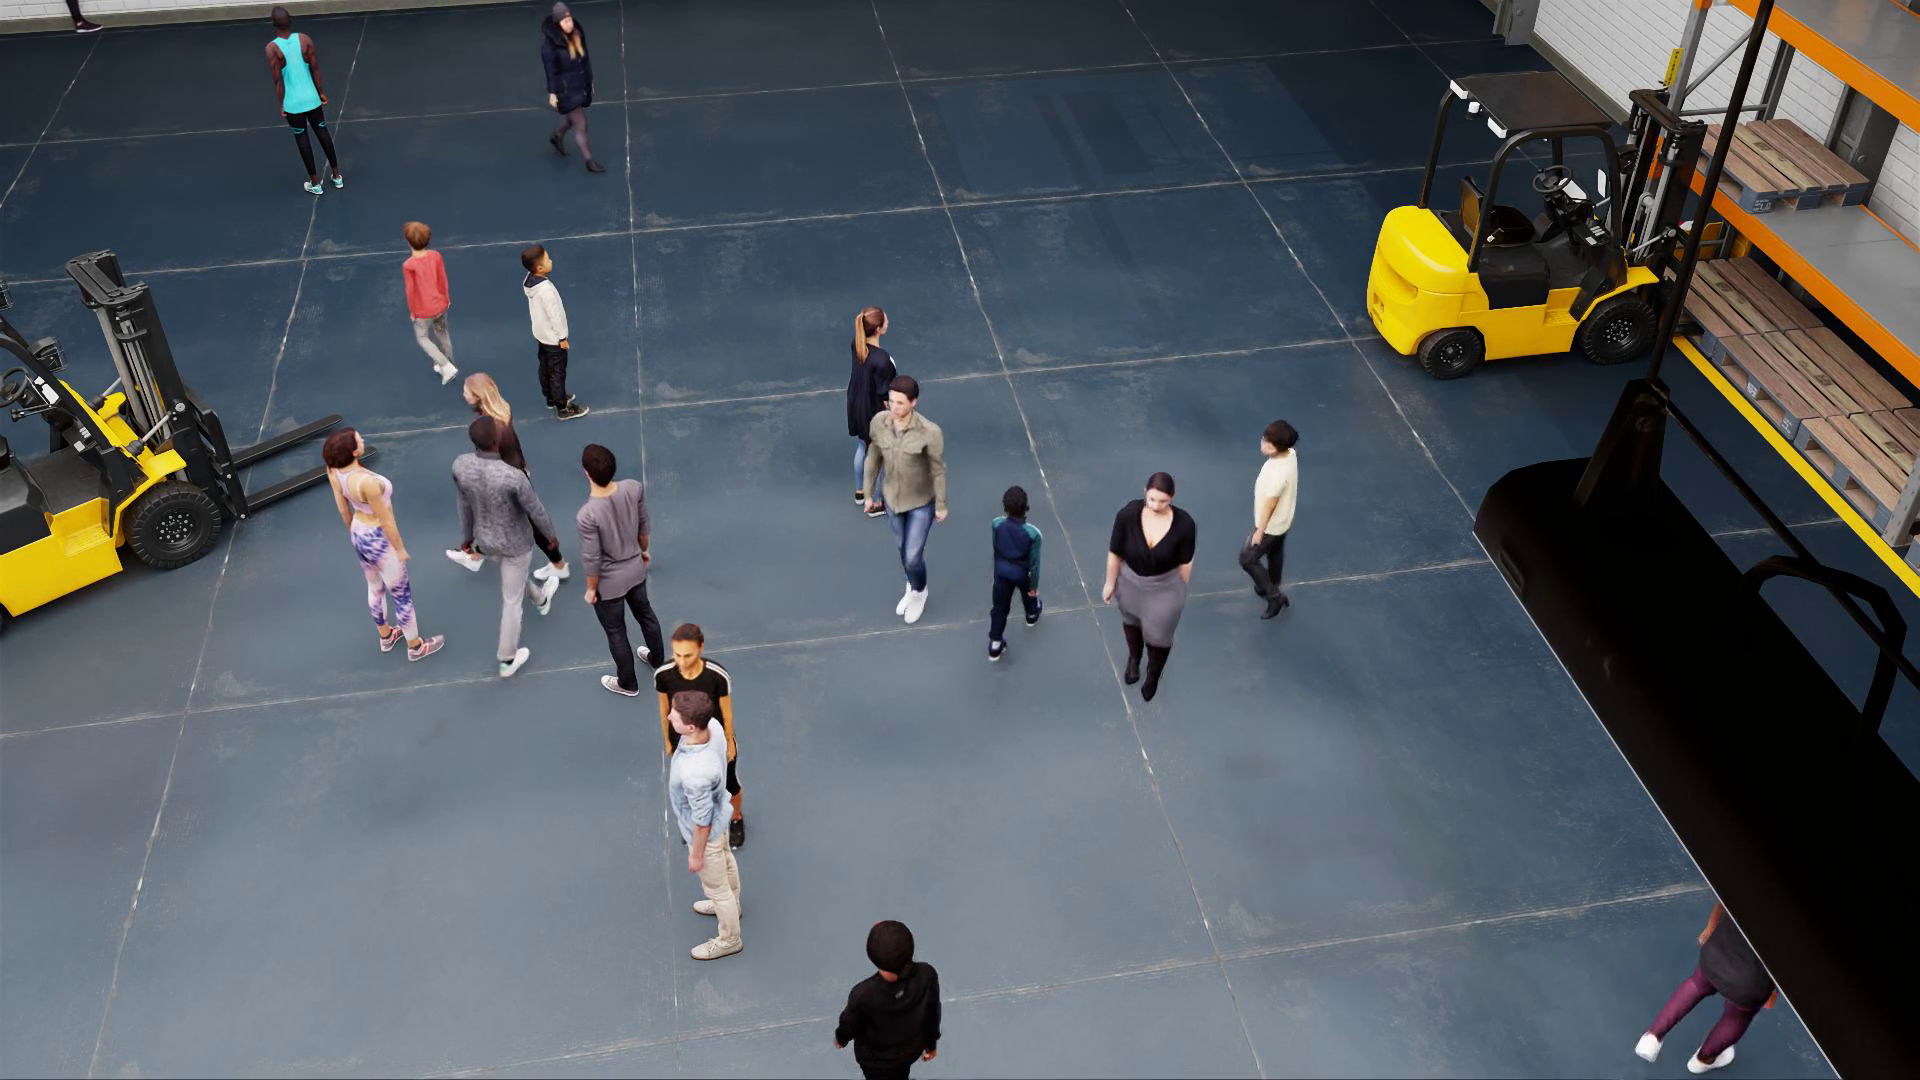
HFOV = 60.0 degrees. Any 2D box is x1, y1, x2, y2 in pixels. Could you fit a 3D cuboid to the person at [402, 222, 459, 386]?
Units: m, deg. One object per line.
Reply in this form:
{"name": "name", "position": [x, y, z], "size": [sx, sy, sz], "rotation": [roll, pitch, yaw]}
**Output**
{"name": "person", "position": [-4.178, -1.849, 13.216], "size": [0.774, 1.407, 0.709], "rotation": [27, 46, 30]}

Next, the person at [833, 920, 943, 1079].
{"name": "person", "position": [-0.271, 2.413, 7.685], "size": [0.774, 1.649, 0.958], "rotation": [-20, 43, -24]}

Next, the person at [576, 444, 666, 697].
{"name": "person", "position": [-2.116, 0.185, 10.312], "size": [0.782, 1.853, 0.739], "rotation": [27, 46, 29]}

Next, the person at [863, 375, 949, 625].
{"name": "person", "position": [-0.287, -0.324, 10.947], "size": [0.837, 1.855, 0.880], "rotation": [20, 43, 23]}

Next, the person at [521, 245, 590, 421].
{"name": "person", "position": [-3.189, -1.613, 12.882], "size": [0.714, 1.455, 0.591], "rotation": [-23, 44, -26]}

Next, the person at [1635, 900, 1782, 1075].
{"name": "person", "position": [3.730, 2.062, 8.036], "size": [0.857, 1.760, 0.880], "rotation": [-21, 43, -24]}

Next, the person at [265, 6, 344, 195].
{"name": "person", "position": [-6.259, -4.176, 15.807], "size": [0.698, 1.810, 0.693], "rotation": [-27, 46, -30]}

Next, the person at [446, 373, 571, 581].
{"name": "person", "position": [-2.958, -0.371, 11.166], "size": [0.736, 1.656, 1.032], "rotation": [-2, 39, -3]}

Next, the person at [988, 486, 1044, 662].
{"name": "person", "position": [0.320, 0.233, 10.755], "size": [0.763, 1.225, 0.935], "rotation": [13, 40, 16]}

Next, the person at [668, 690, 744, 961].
{"name": "person", "position": [-1.321, 1.475, 8.701], "size": [0.731, 1.848, 0.533], "rotation": [-1, 39, -2]}

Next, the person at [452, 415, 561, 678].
{"name": "person", "position": [-2.917, 0.077, 10.494], "size": [1.078, 1.794, 1.260], "rotation": [12, 40, 15]}

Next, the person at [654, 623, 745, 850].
{"name": "person", "position": [-1.450, 1.086, 9.333], "size": [0.632, 1.666, 0.606], "rotation": [4, 39, 5]}

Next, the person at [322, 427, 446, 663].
{"name": "person", "position": [-3.715, 0.023, 10.586], "size": [0.687, 1.765, 0.733], "rotation": [20, 43, 24]}

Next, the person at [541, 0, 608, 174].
{"name": "person", "position": [-3.868, -4.432, 16.259], "size": [1.147, 1.646, 1.097], "rotation": [22, 44, 25]}

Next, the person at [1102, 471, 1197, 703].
{"name": "person", "position": [1.194, 0.230, 10.347], "size": [0.798, 1.739, 0.833], "rotation": [15, 41, 18]}

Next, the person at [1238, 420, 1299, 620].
{"name": "person", "position": [2.065, -0.107, 10.902], "size": [0.795, 1.574, 0.703], "rotation": [23, 44, 26]}

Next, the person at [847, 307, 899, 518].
{"name": "person", "position": [-0.629, -0.917, 11.828], "size": [0.770, 1.682, 0.638], "rotation": [-23, 44, -26]}
